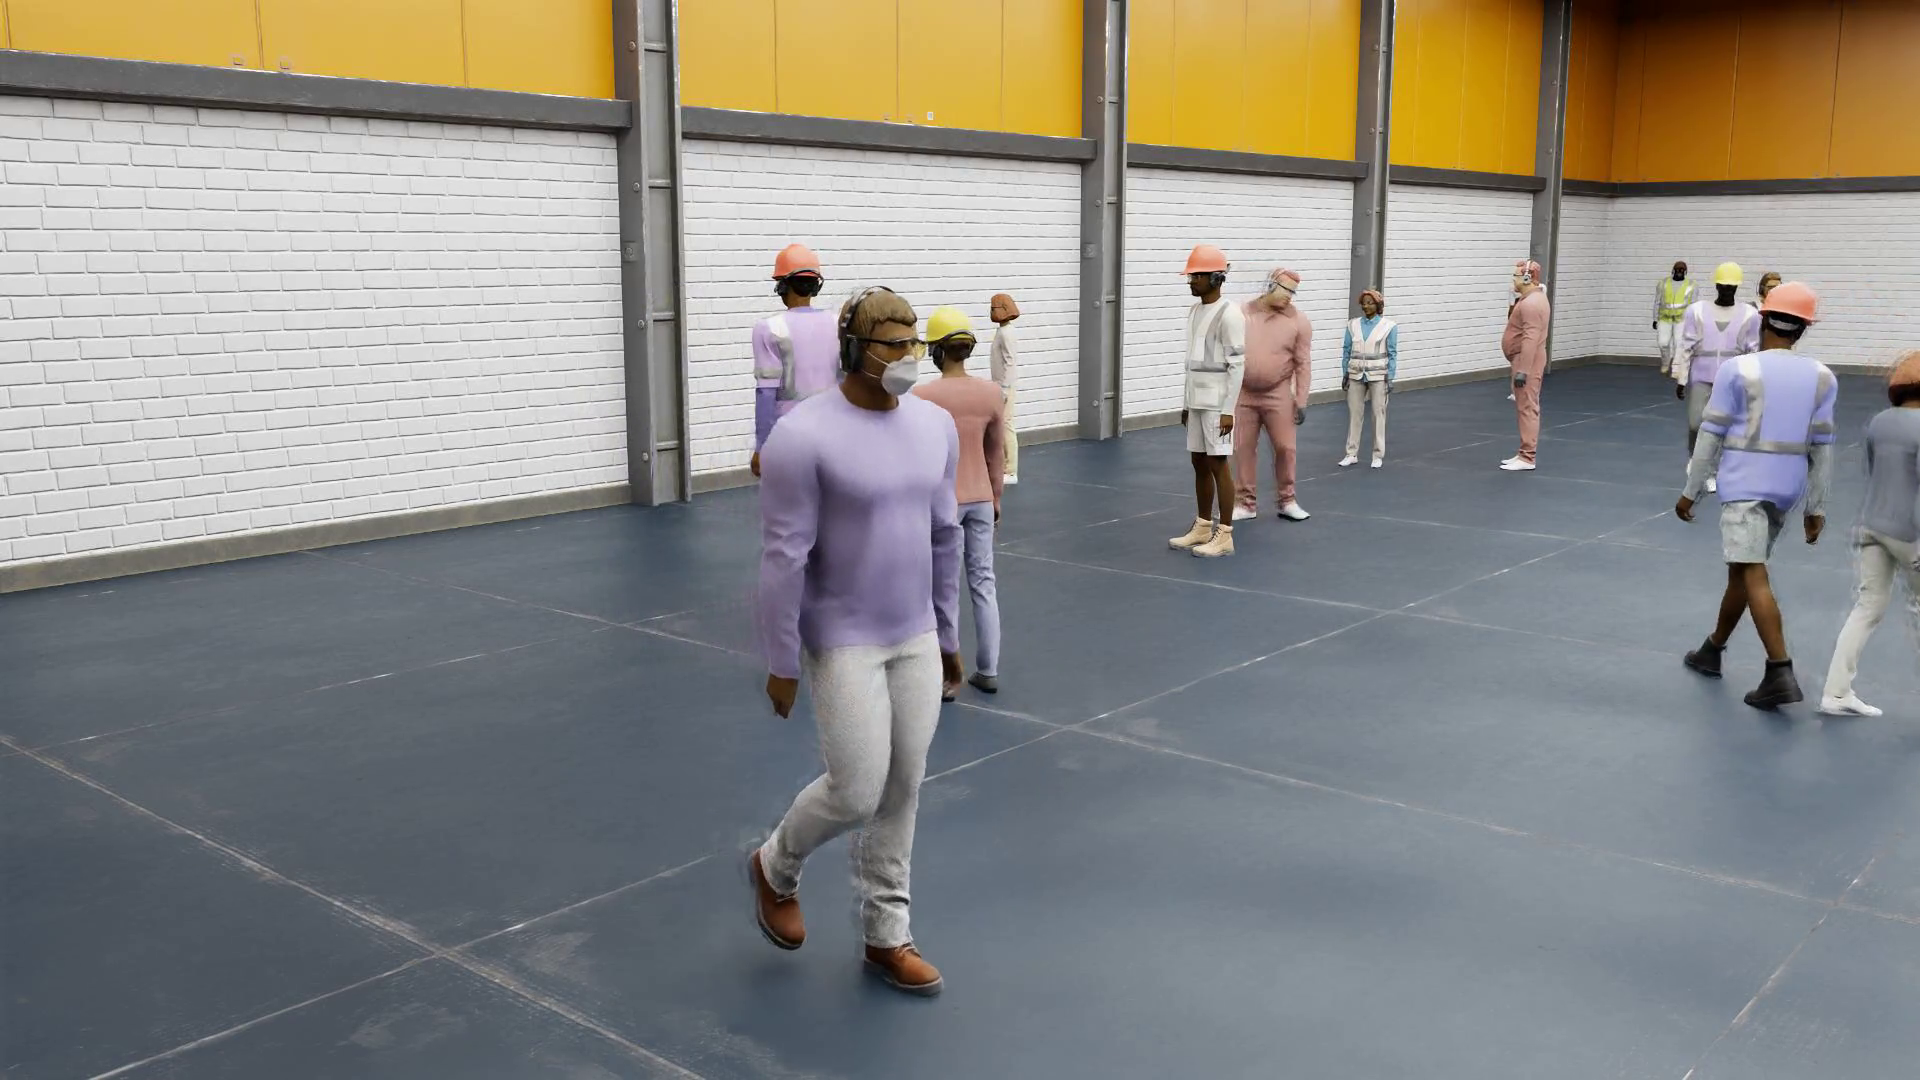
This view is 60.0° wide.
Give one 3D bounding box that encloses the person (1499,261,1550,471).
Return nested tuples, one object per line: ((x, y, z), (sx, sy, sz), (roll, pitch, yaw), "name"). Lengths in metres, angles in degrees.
((5.147, -1.587, 15.197), (0.399, 1.909, 0.642), (4, 11, 23), "person")

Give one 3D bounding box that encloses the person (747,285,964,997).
((-0.290, 0.274, 4.547), (0.535, 1.927, 0.631), (10, 14, 44), "person")

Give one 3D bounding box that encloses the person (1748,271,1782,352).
((7.643, -1.672, 15.982), (0.522, 1.812, 0.911), (-1, 10, -4), "person")

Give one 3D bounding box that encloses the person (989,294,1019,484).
((0.371, -1.298, 14.328), (0.273, 1.632, 0.507), (-1, 10, -3), "person")

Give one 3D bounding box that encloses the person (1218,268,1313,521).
((2.251, -1.054, 12.267), (0.734, 1.879, 0.422), (3, 11, 19), "person")

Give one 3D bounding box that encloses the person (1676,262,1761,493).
((6.320, -1.361, 13.890), (0.614, 1.910, 0.561), (4, 11, 21), "person")

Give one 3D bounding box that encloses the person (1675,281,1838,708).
((3.631, -0.215, 7.498), (0.584, 1.882, 0.984), (-2, 10, -9), "person")

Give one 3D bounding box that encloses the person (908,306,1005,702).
((-0.038, -0.159, 7.478), (0.533, 1.765, 0.330), (-7, 12, -34), "person")

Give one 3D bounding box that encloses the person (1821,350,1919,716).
((4.120, -0.015, 7.133), (0.786, 1.585, 0.566), (-1, 10, -5), "person")

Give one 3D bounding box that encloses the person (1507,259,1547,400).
((7.516, -2.782, 22.102), (0.517, 1.874, 0.327), (2, 10, 12), "person")

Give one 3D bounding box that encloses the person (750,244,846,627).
((-0.864, -0.556, 8.942), (0.615, 2.041, 0.385), (-8, 13, -38), "person")

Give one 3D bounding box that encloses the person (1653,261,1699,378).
((11.157, -3.435, 25.952), (0.645, 1.823, 0.456), (6, 11, 29), "person")

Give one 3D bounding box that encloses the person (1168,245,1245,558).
((1.611, -0.905, 10.928), (0.390, 2.041, 0.614), (-4, 11, -20), "person")

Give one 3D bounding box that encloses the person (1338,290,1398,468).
((3.770, -1.483, 15.361), (0.512, 1.642, 0.312), (7, 12, 34), "person")
